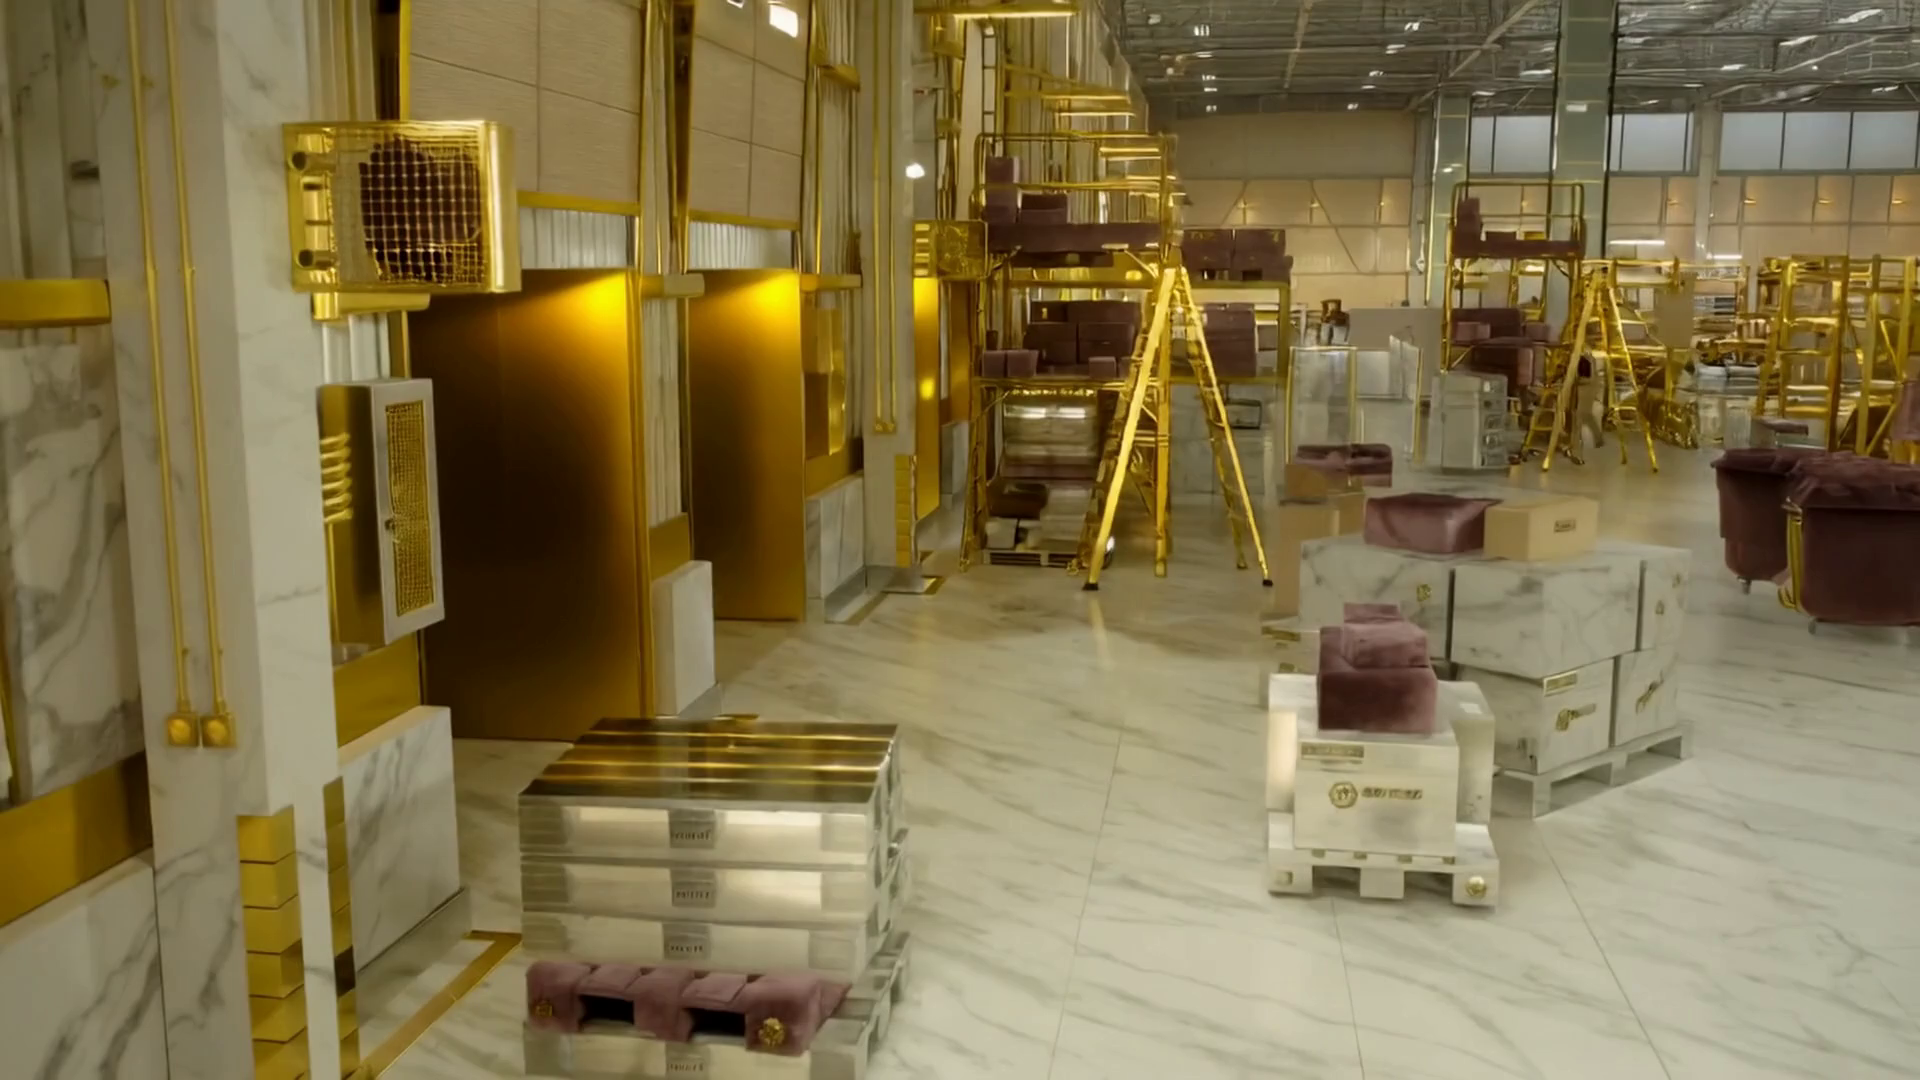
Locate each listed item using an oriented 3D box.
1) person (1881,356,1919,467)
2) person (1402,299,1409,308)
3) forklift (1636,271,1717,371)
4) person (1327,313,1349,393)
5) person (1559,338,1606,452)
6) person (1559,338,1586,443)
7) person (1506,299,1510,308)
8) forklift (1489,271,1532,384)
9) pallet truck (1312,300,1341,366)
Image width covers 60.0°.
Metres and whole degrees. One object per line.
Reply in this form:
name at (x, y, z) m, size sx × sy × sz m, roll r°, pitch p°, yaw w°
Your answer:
person at (10.940, -1.188, 19.228) m, size 0.513 × 1.863 × 0.329 m, roll 2°, pitch 9°, yaw 11°
person at (14.293, -6.778, 53.465) m, size 0.629 × 1.939 × 0.372 m, roll 2°, pitch 9°, yaw 11°
forklift at (20.403, -6.224, 47.153) m, size 1.873 × 2.768 × 1.129 m, roll -3°, pitch 10°, yaw -17°
person at (8.851, -4.358, 38.761) m, size 0.604 × 1.860 × 0.675 m, roll 4°, pitch 10°, yaw 25°
person at (9.854, -2.294, 26.287) m, size 0.527 × 1.780 × 1.010 m, roll -7°, pitch 11°, yaw -36°
person at (10.148, -2.464, 27.476) m, size 0.488 × 1.738 × 0.322 m, roll 2°, pitch 9°, yaw 11°
person at (18.471, -7.239, 56.455) m, size 1.011 × 1.882 × 0.566 m, roll -2°, pitch 9°, yaw -13°
forklift at (13.422, -5.322, 41.591) m, size 1.873 × 2.768 × 1.129 m, roll 1°, pitch 9°, yaw 9°
pallet truck at (11.159, -6.200, 49.718) m, size 0.823 × 1.965 × 1.885 m, roll 4°, pitch 10°, yaw 26°
